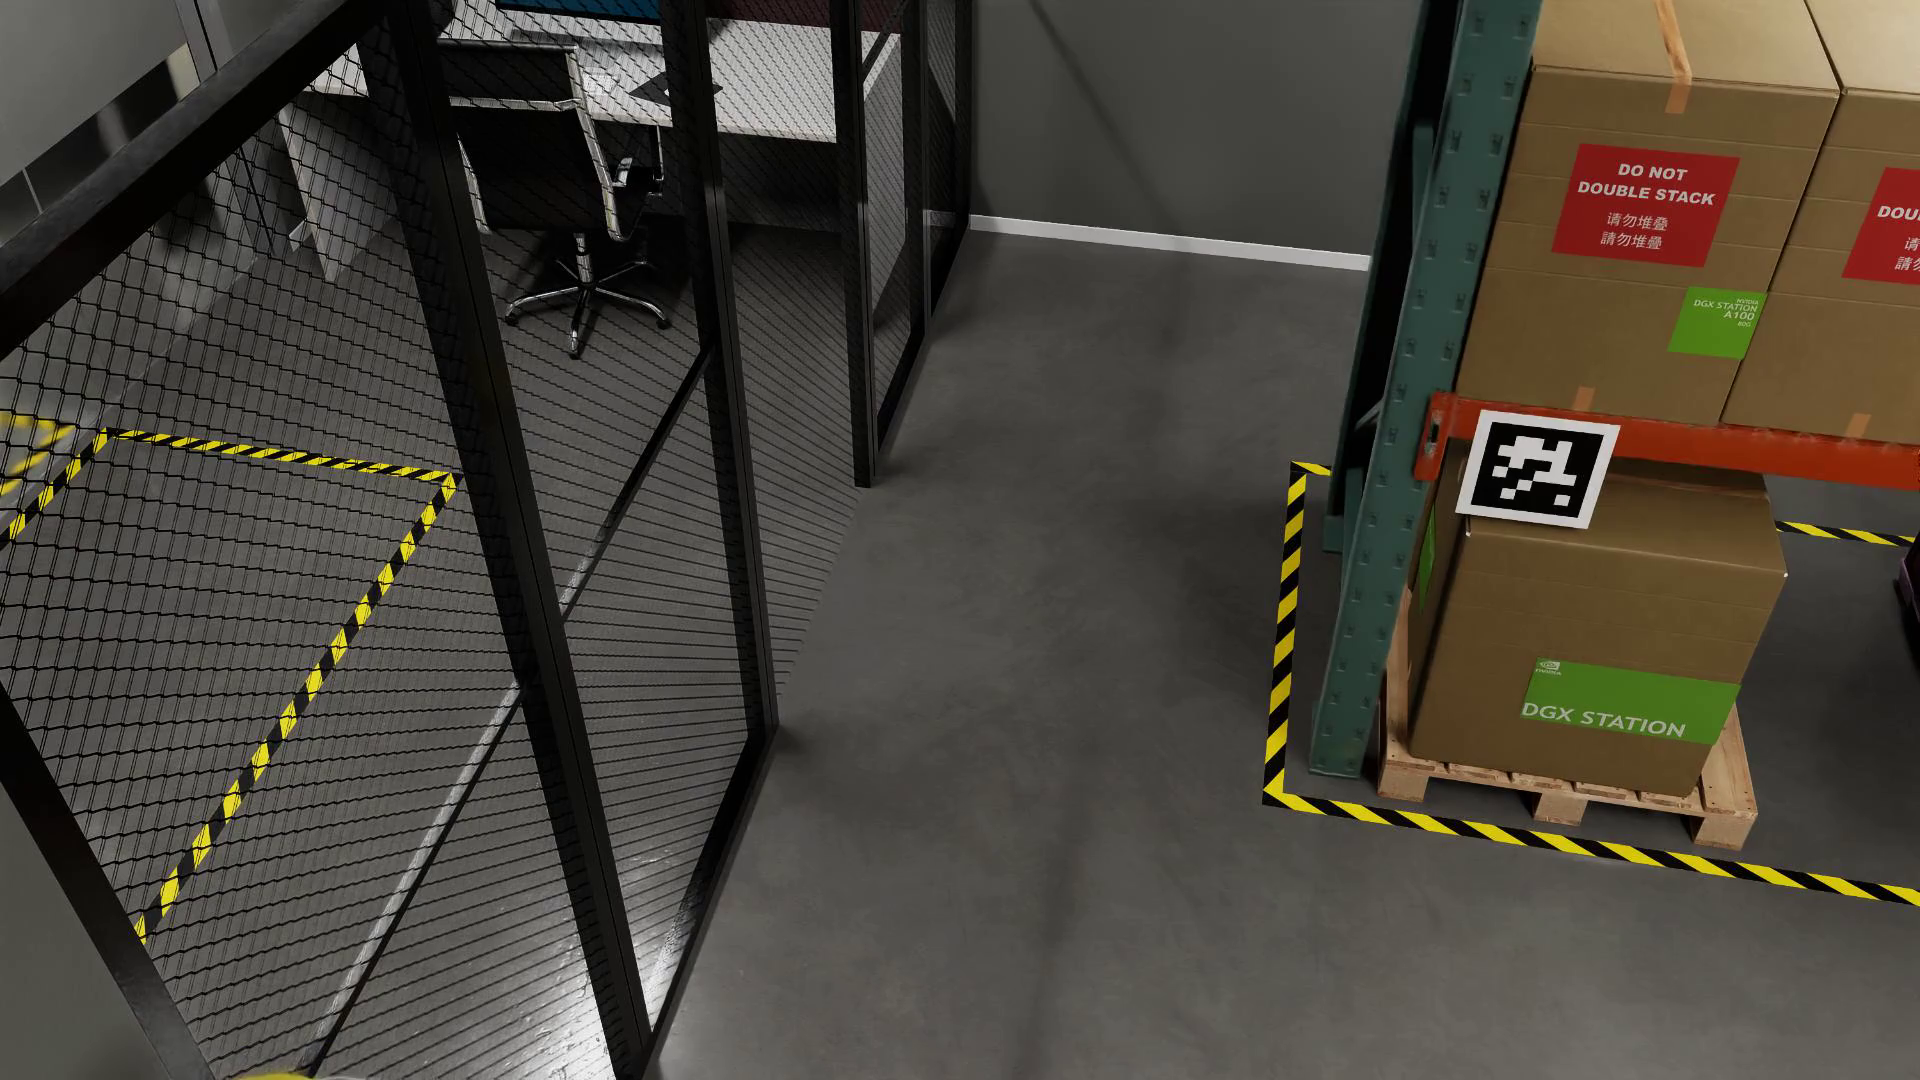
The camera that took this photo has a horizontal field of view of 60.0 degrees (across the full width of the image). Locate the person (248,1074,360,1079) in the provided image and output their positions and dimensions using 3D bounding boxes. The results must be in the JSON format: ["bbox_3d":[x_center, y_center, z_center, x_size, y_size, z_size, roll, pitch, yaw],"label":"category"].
[{"bbox_3d":[-0.678,1.233,2.158,0.600,1.829,0.404,13,43,14],"label":"person"}]
